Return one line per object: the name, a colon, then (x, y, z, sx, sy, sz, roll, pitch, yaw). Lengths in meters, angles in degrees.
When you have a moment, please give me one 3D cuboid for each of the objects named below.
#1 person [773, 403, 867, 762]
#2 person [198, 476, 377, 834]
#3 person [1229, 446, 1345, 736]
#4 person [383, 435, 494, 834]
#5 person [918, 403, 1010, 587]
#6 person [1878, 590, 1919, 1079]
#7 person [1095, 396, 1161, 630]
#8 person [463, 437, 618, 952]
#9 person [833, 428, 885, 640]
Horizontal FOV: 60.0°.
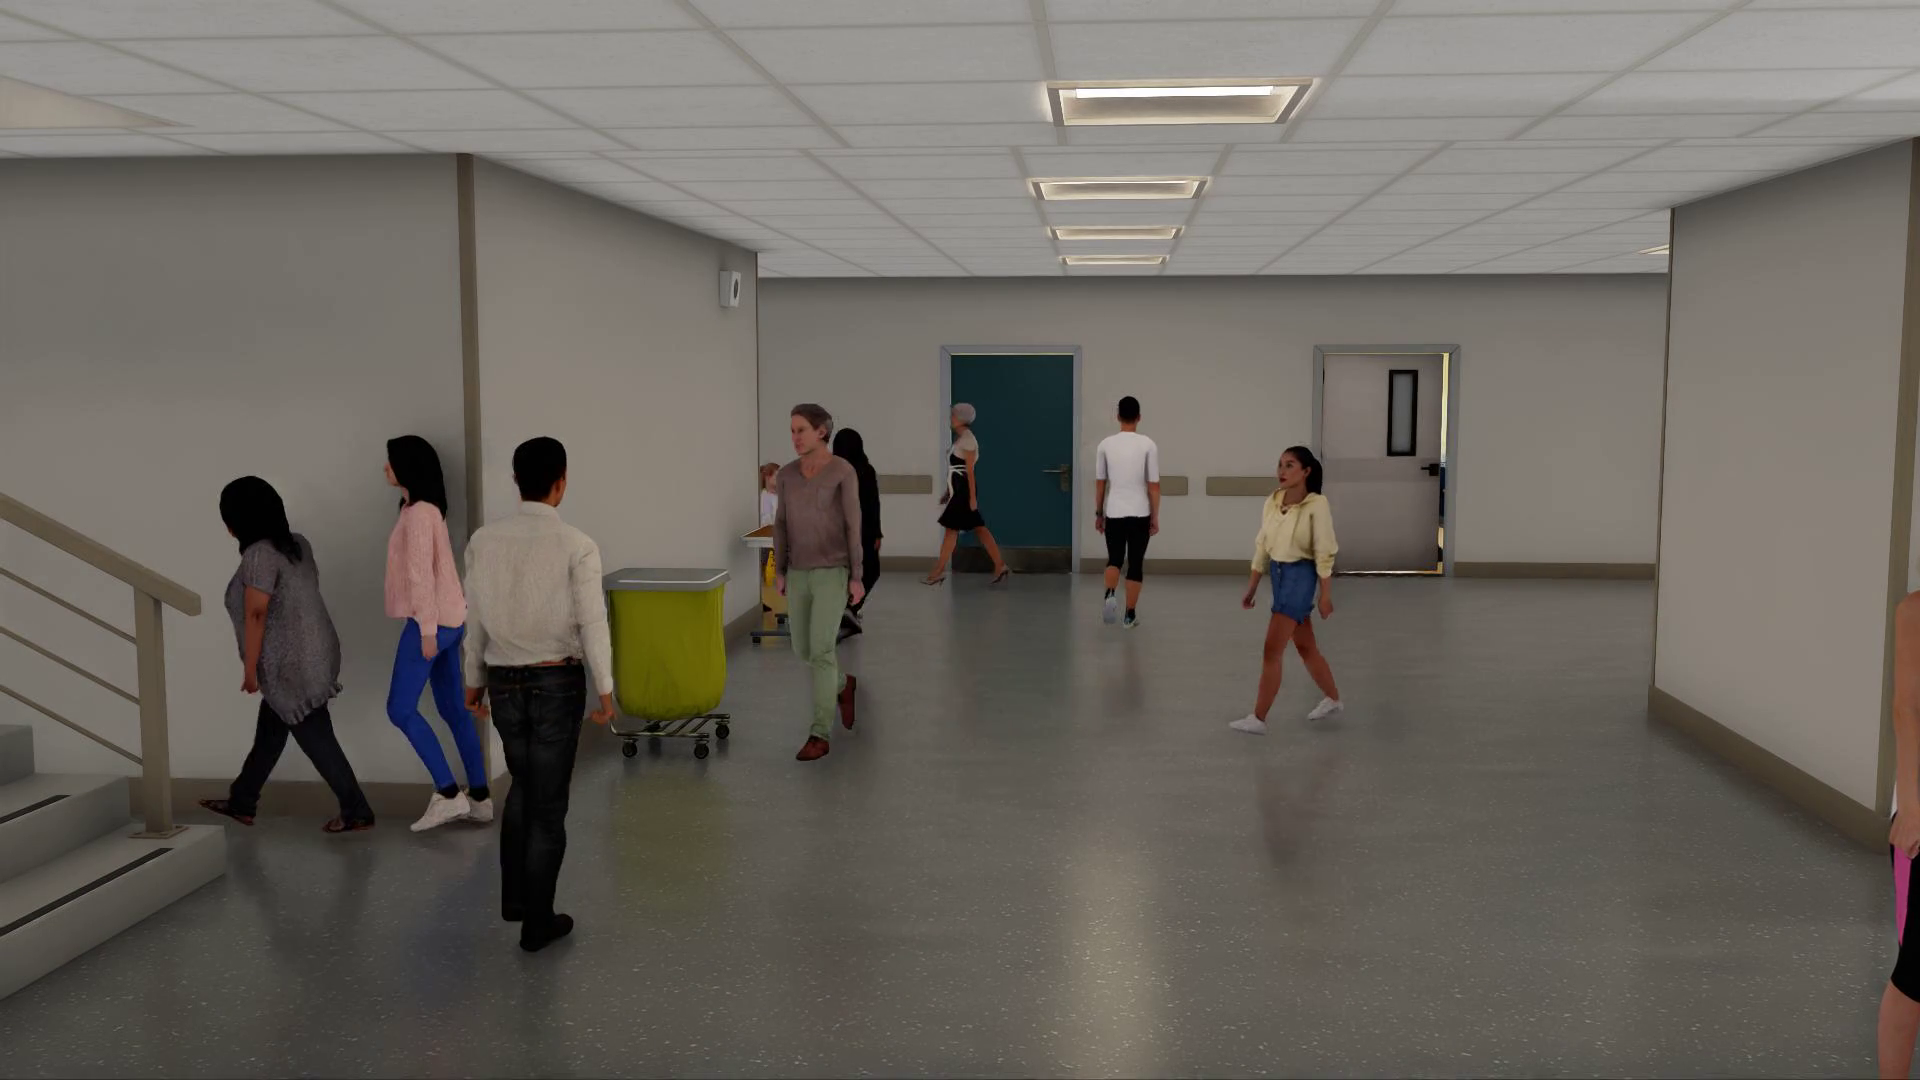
person: (-0.711, 0.214, 8.917, 1.154, 1.844, 1.005, 2, 6, 23)
person: (-2.818, 0.533, 7.198, 1.067, 1.552, 0.736, 0, 6, 1)
person: (1.929, 0.300, 9.350, 1.224, 1.586, 1.049, -3, 7, -30)
person: (-2.310, 0.417, 7.390, 0.709, 1.746, 0.701, 0, 6, -3)
person: (0.139, -0.385, 15.533, 1.097, 1.712, 0.671, 0, 6, -1)
person: (2.553, 0.711, 4.258, 0.599, 1.787, 0.743, -2, 6, -19)
person: (1.305, -0.194, 13.009, 0.866, 1.837, 0.825, 2, 6, 16)
person: (-1.519, 0.552, 5.781, 0.636, 1.799, 0.776, 1, 6, 13)
person: (-0.853, -0.036, 12.596, 0.779, 1.604, 0.842, 2, 6, 18)
